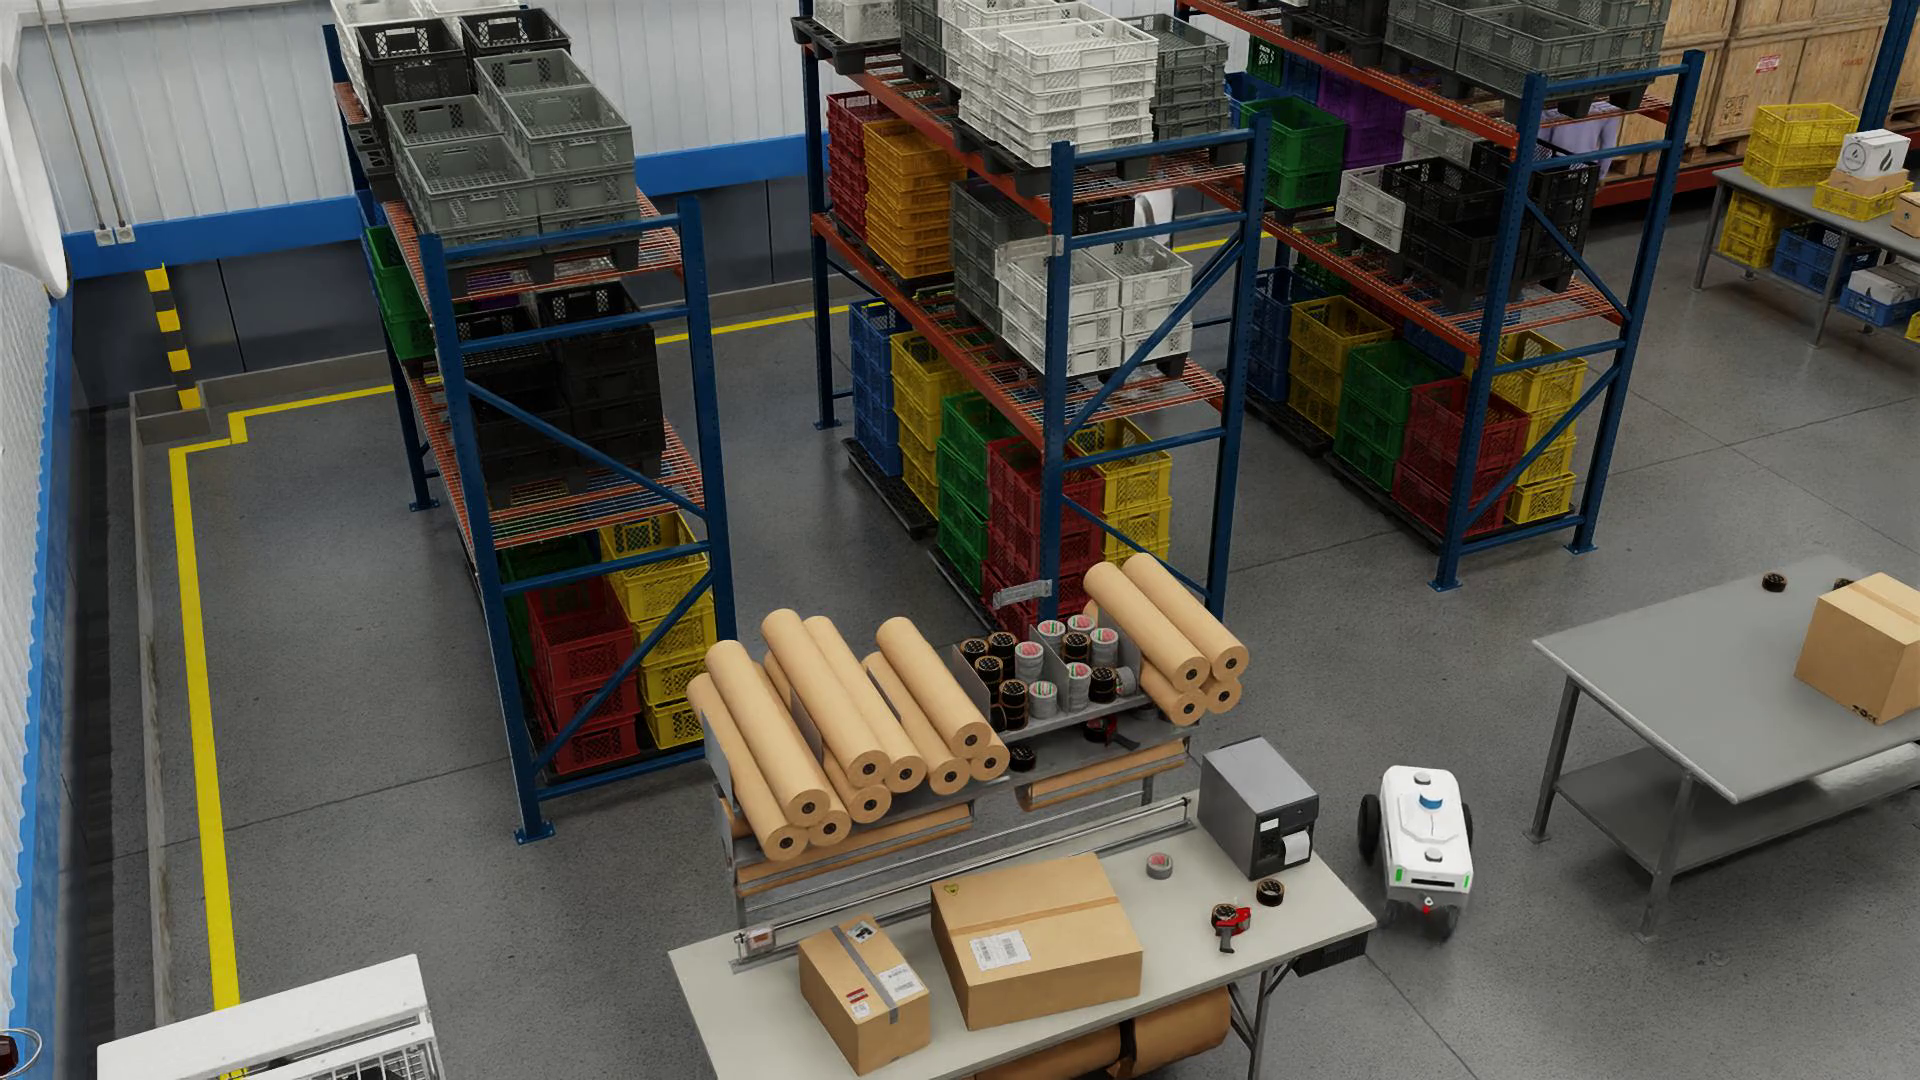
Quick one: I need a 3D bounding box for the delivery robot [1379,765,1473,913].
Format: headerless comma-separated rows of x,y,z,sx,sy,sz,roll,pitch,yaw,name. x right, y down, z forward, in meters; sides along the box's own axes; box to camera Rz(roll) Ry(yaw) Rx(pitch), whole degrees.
2.080,1.318,7.449,0.477,0.478,0.707,4,32,7,delivery robot

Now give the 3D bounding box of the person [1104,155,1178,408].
1.241,-1.797,11.336,0.345,1.882,0.579,20,37,29,person

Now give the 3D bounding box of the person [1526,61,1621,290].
4.775,-2.896,13.069,0.629,1.940,0.373,10,33,15,person
